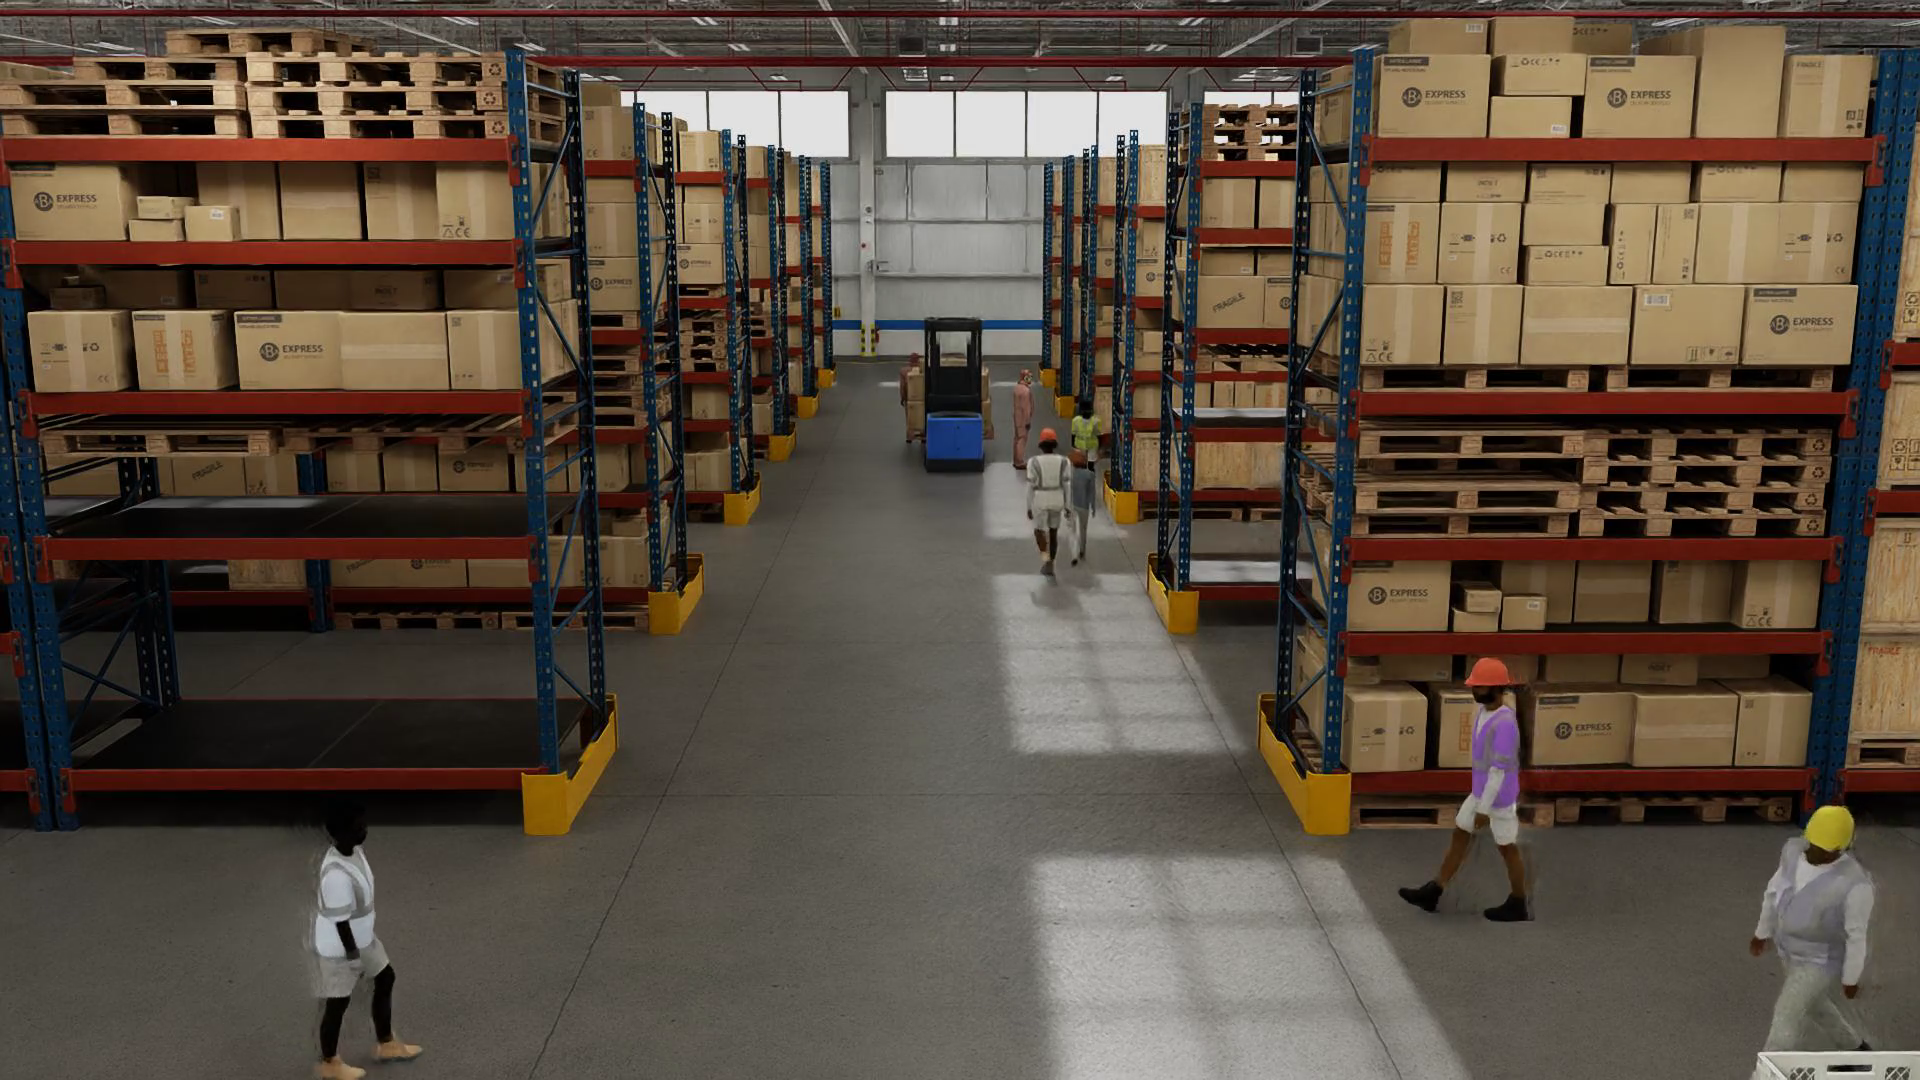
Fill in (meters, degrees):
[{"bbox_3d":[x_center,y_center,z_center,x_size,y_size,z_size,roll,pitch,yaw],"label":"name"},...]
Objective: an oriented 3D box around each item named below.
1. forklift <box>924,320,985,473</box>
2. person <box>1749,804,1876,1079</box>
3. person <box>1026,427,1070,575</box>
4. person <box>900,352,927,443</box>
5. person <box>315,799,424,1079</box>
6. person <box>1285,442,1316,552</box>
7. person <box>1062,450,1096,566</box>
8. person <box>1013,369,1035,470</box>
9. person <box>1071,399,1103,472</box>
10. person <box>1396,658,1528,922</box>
[{"bbox_3d":[-0.119,-2.747,31.315,1.129,2.768,1.873,0,11,-2],"label":"forklift"},{"bbox_3d":[4.788,2.261,9.229,0.886,1.783,0.602,-2,12,-11],"label":"person"},{"bbox_3d":[1.193,-0.486,22.263,0.616,2.028,0.603,-2,12,-9],"label":"person"},{"bbox_3d":[-0.945,-2.985,34.927,0.642,1.905,0.399,0,11,-2],"label":"person"},{"bbox_3d":[-3.367,2.271,9.435,0.672,1.670,0.560,-2,12,-8],"label":"person"},{"bbox_3d":[4.767,-0.600,23.311,0.430,1.818,0.623,1,11,3],"label":"person"},{"bbox_3d":[1.629,-0.465,23.209,0.518,1.580,0.849,1,11,4],"label":"person"},{"bbox_3d":[1.219,-2.281,31.467,0.396,1.899,0.644,-2,12,-10],"label":"person"},{"bbox_3d":[2.201,-1.622,28.726,0.567,1.671,0.518,3,12,15],"label":"person"},{"bbox_3d":[3.550,1.745,11.499,0.948,1.892,0.574,0,11,-1],"label":"person"}]
